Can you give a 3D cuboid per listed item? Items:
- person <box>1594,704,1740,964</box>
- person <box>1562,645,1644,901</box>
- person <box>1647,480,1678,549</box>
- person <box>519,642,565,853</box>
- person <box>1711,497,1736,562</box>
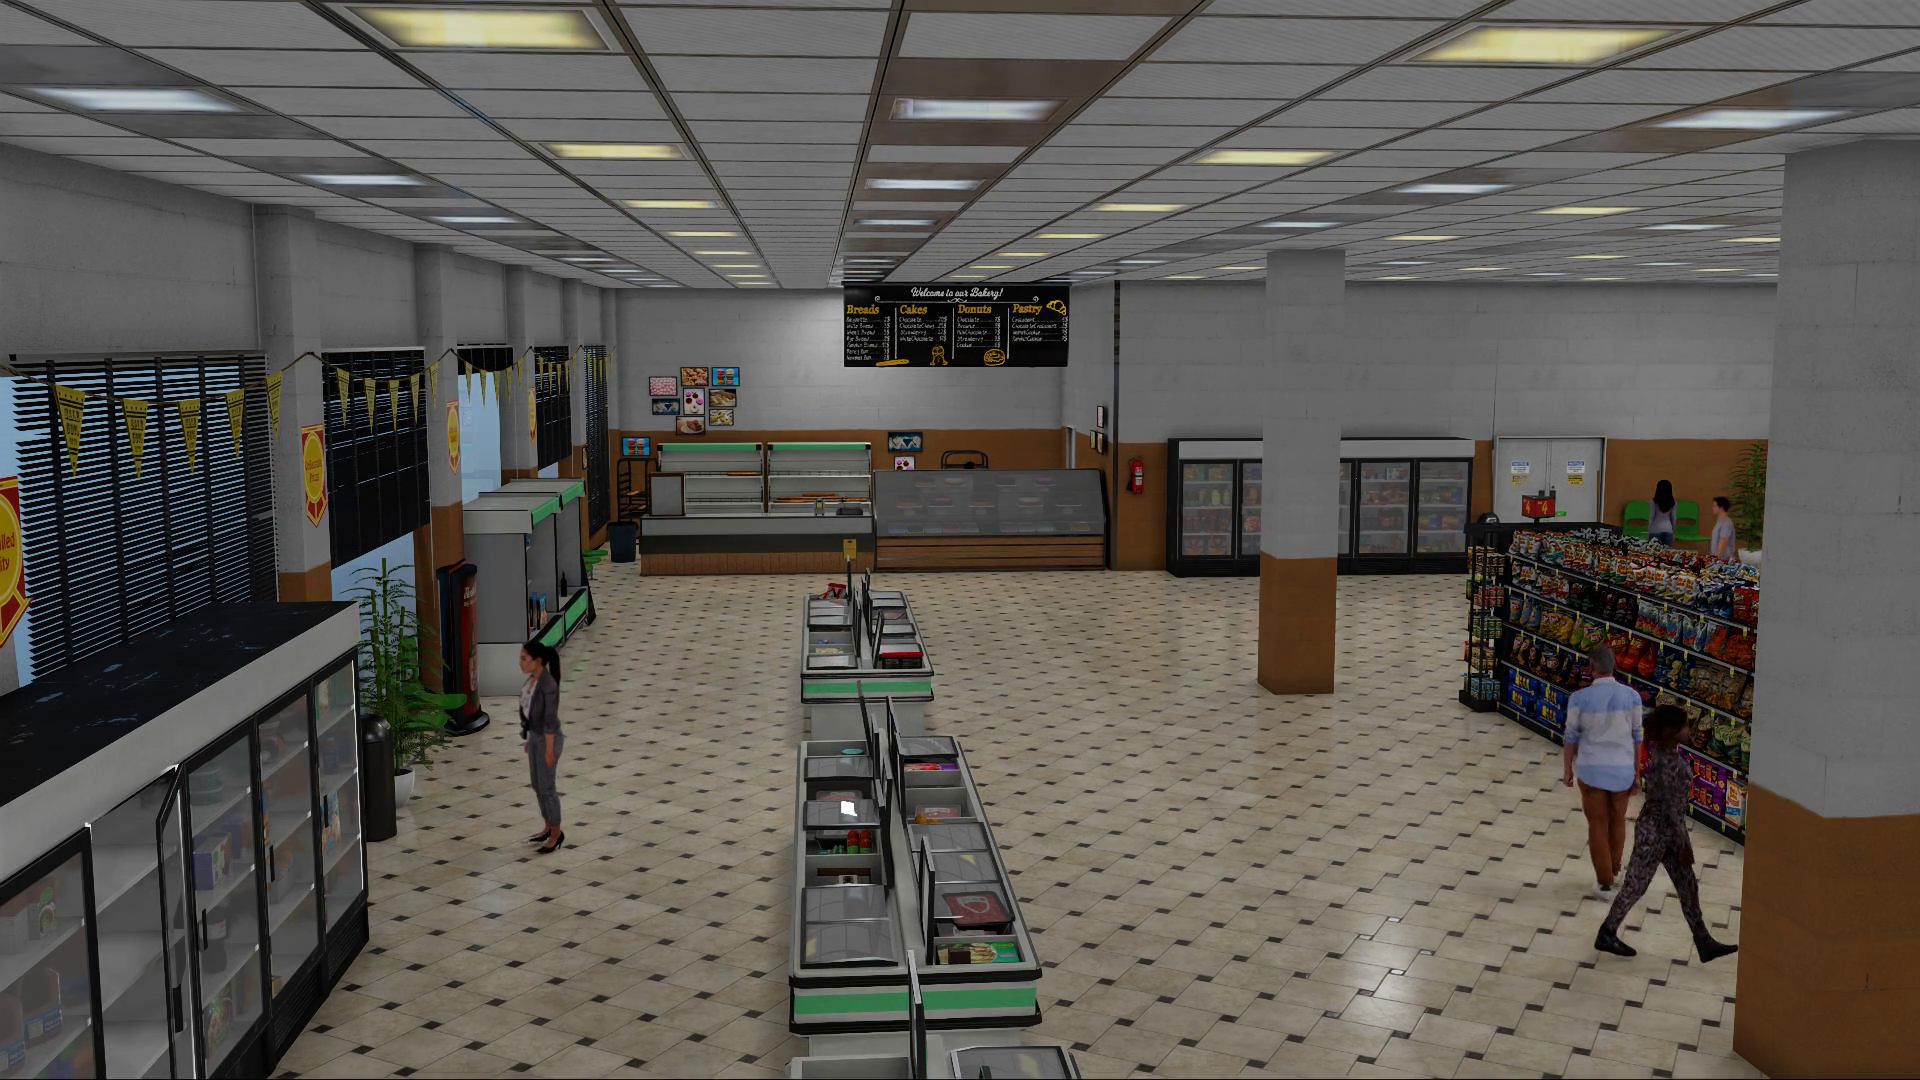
[{"bbox_3d":[4.387,1.899,10.662,1.016,1.673,1.117,3,8,23],"label":"person"},{"bbox_3d":[4.640,1.684,11.906,0.792,1.800,0.892,1,7,8],"label":"person"},{"bbox_3d":[11.435,-0.119,27.096,0.603,1.735,0.528,0,7,-1],"label":"person"},{"bbox_3d":[-3.259,1.610,13.084,0.773,1.665,0.657,-4,8,-33],"label":"person"},{"bbox_3d":[10.541,0.361,22.754,0.889,1.825,1.100,1,7,8],"label":"person"}]
